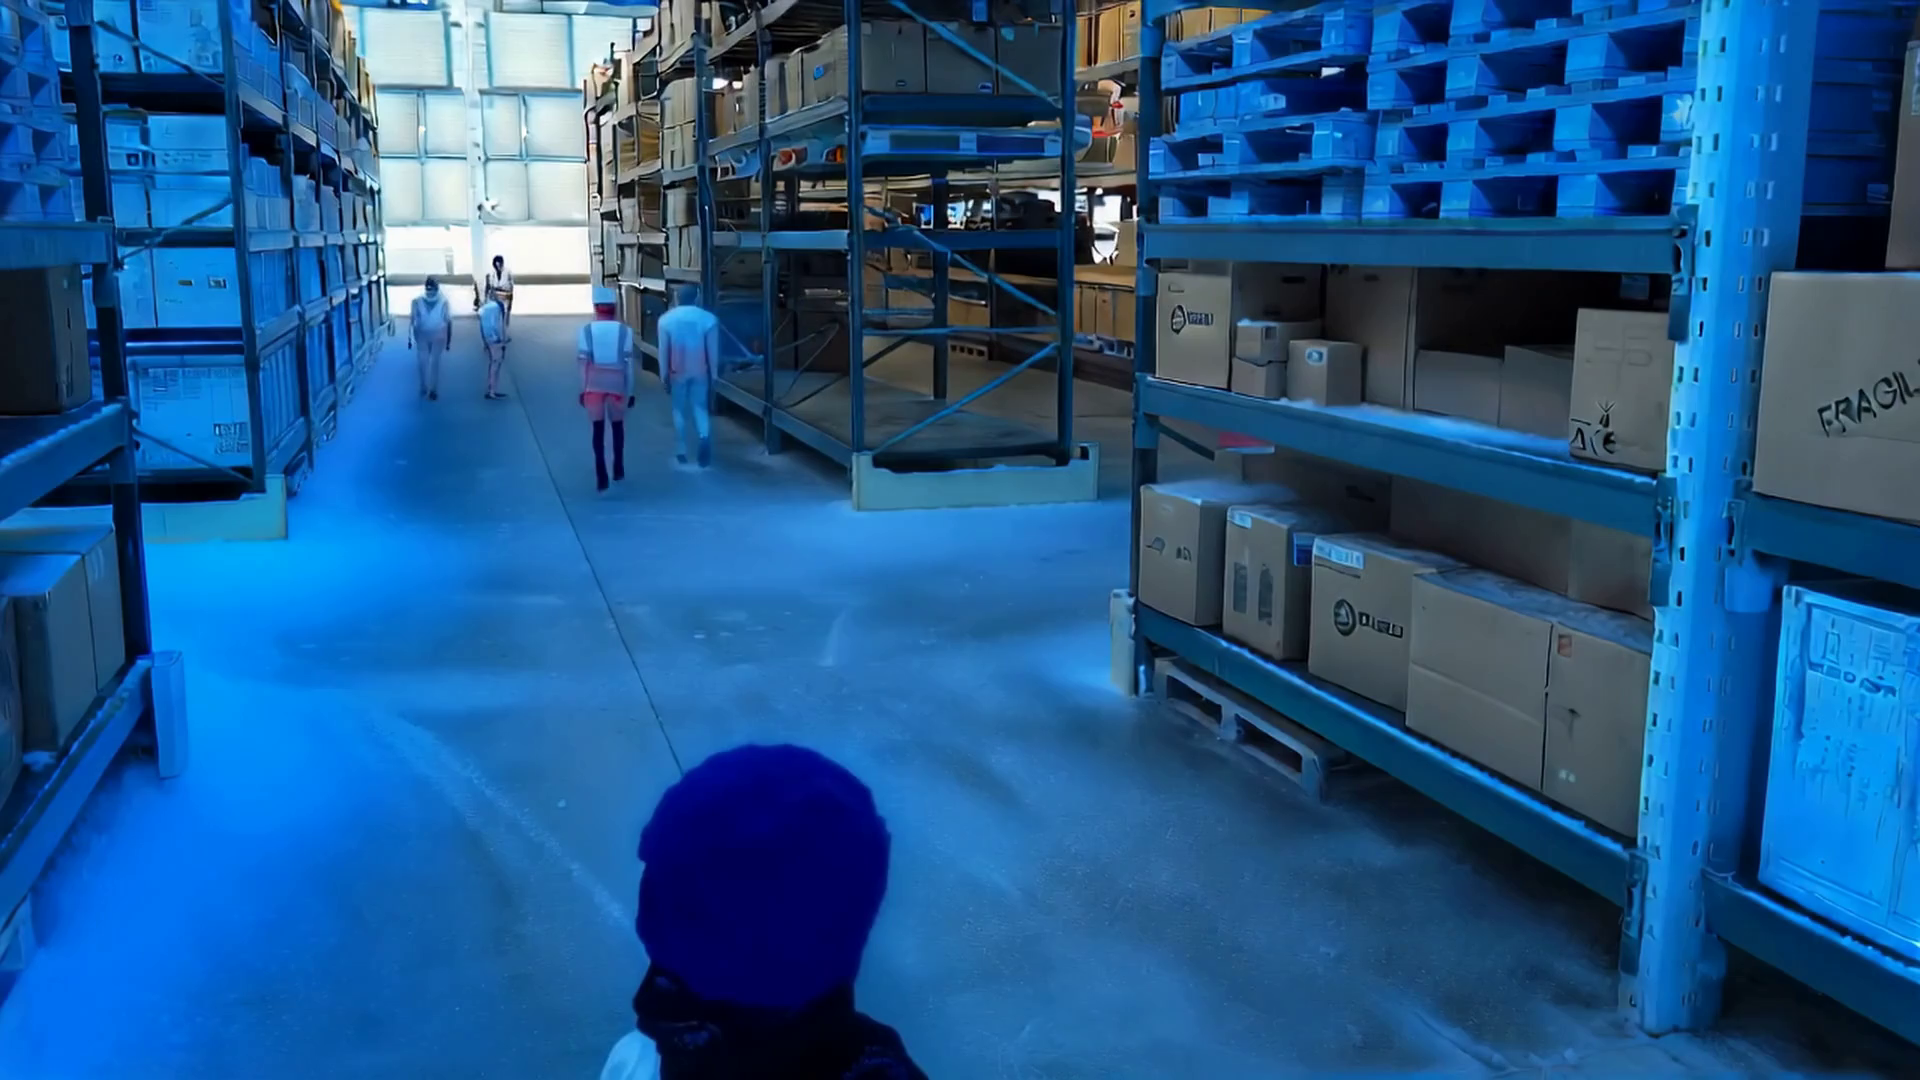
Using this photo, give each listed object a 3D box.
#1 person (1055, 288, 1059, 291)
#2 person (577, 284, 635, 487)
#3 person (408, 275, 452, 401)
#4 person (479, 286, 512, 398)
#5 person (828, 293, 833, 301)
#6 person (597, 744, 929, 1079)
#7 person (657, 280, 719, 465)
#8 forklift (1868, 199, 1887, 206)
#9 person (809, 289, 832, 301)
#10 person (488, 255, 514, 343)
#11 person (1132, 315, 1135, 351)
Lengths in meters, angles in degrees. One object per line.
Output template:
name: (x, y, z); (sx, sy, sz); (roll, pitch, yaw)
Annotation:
person: (2.757, -7.514, 49.229); (0.929, 1.788, 0.633); (-9, 14, -42)
person: (-3.357, -1.465, 15.779); (0.549, 1.913, 0.885); (-1, 10, -7)
person: (-7.595, -2.894, 23.869); (0.609, 1.806, 0.430); (-3, 11, -16)
person: (-6.817, -2.883, 24.287); (0.511, 1.638, 0.308); (8, 13, 38)
person: (-3.559, -6.446, 43.522); (0.757, 1.741, 0.524); (-3, 11, -17)
person: (-0.144, 1.115, 1.597); (0.594, 1.919, 0.387); (9, 14, 41)
person: (-2.771, -1.703, 17.091); (0.636, 1.917, 0.824); (-3, 11, -18)
forklift: (11.338, -2.915, 21.052); (1.129, 2.768, 1.873); (-3, 11, -17)
person: (-3.486, -6.139, 41.460); (0.561, 1.884, 0.980); (-2, 10, -9)
person: (-10.210, -5.349, 36.947); (0.614, 1.947, 0.388); (3, 11, 14)
person: (2.487, -2.460, 21.978); (0.266, 1.631, 0.509); (-9, 14, -40)
